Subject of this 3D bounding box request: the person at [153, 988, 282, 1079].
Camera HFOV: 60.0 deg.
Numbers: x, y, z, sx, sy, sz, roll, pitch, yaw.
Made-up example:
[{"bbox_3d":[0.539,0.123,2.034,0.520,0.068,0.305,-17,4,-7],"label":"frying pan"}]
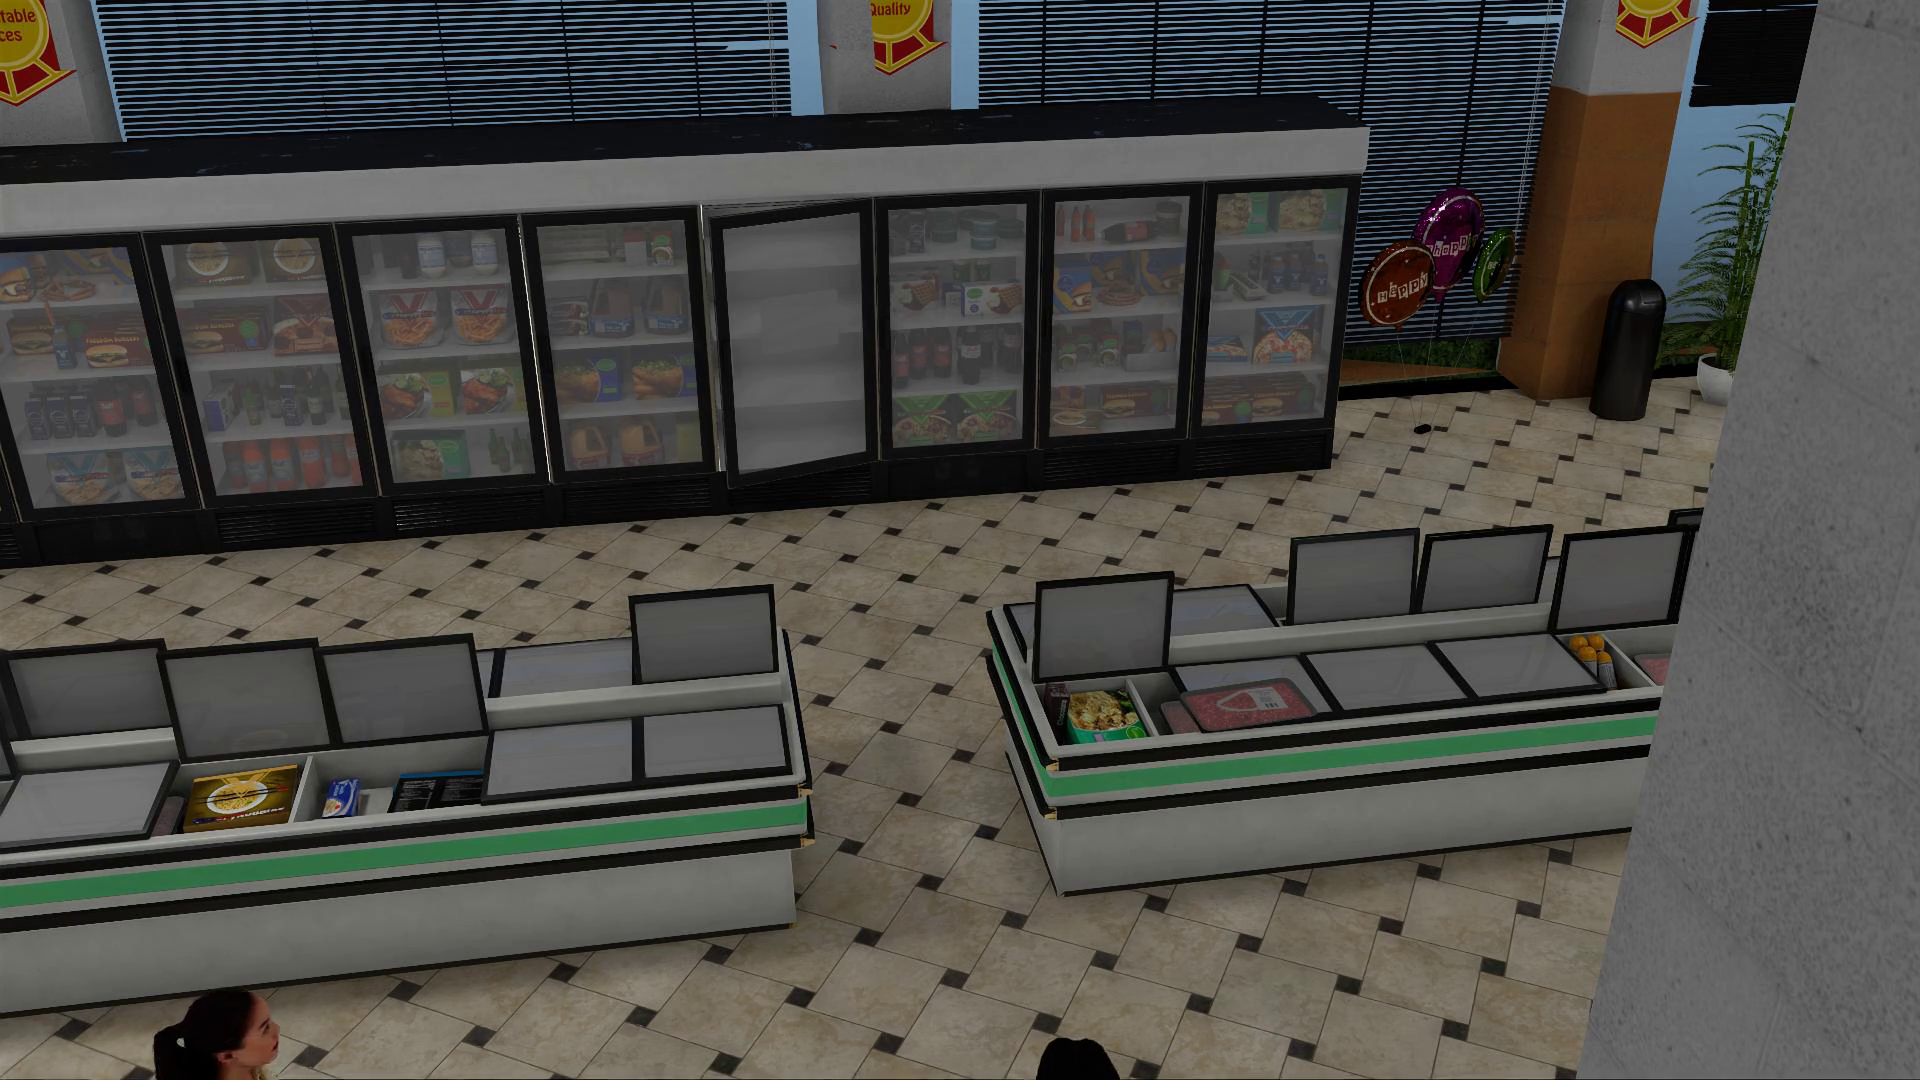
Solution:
[{"bbox_3d":[-2.048,1.958,4.637,1.039,1.593,0.715,-7,28,-13],"label":"person"}]
